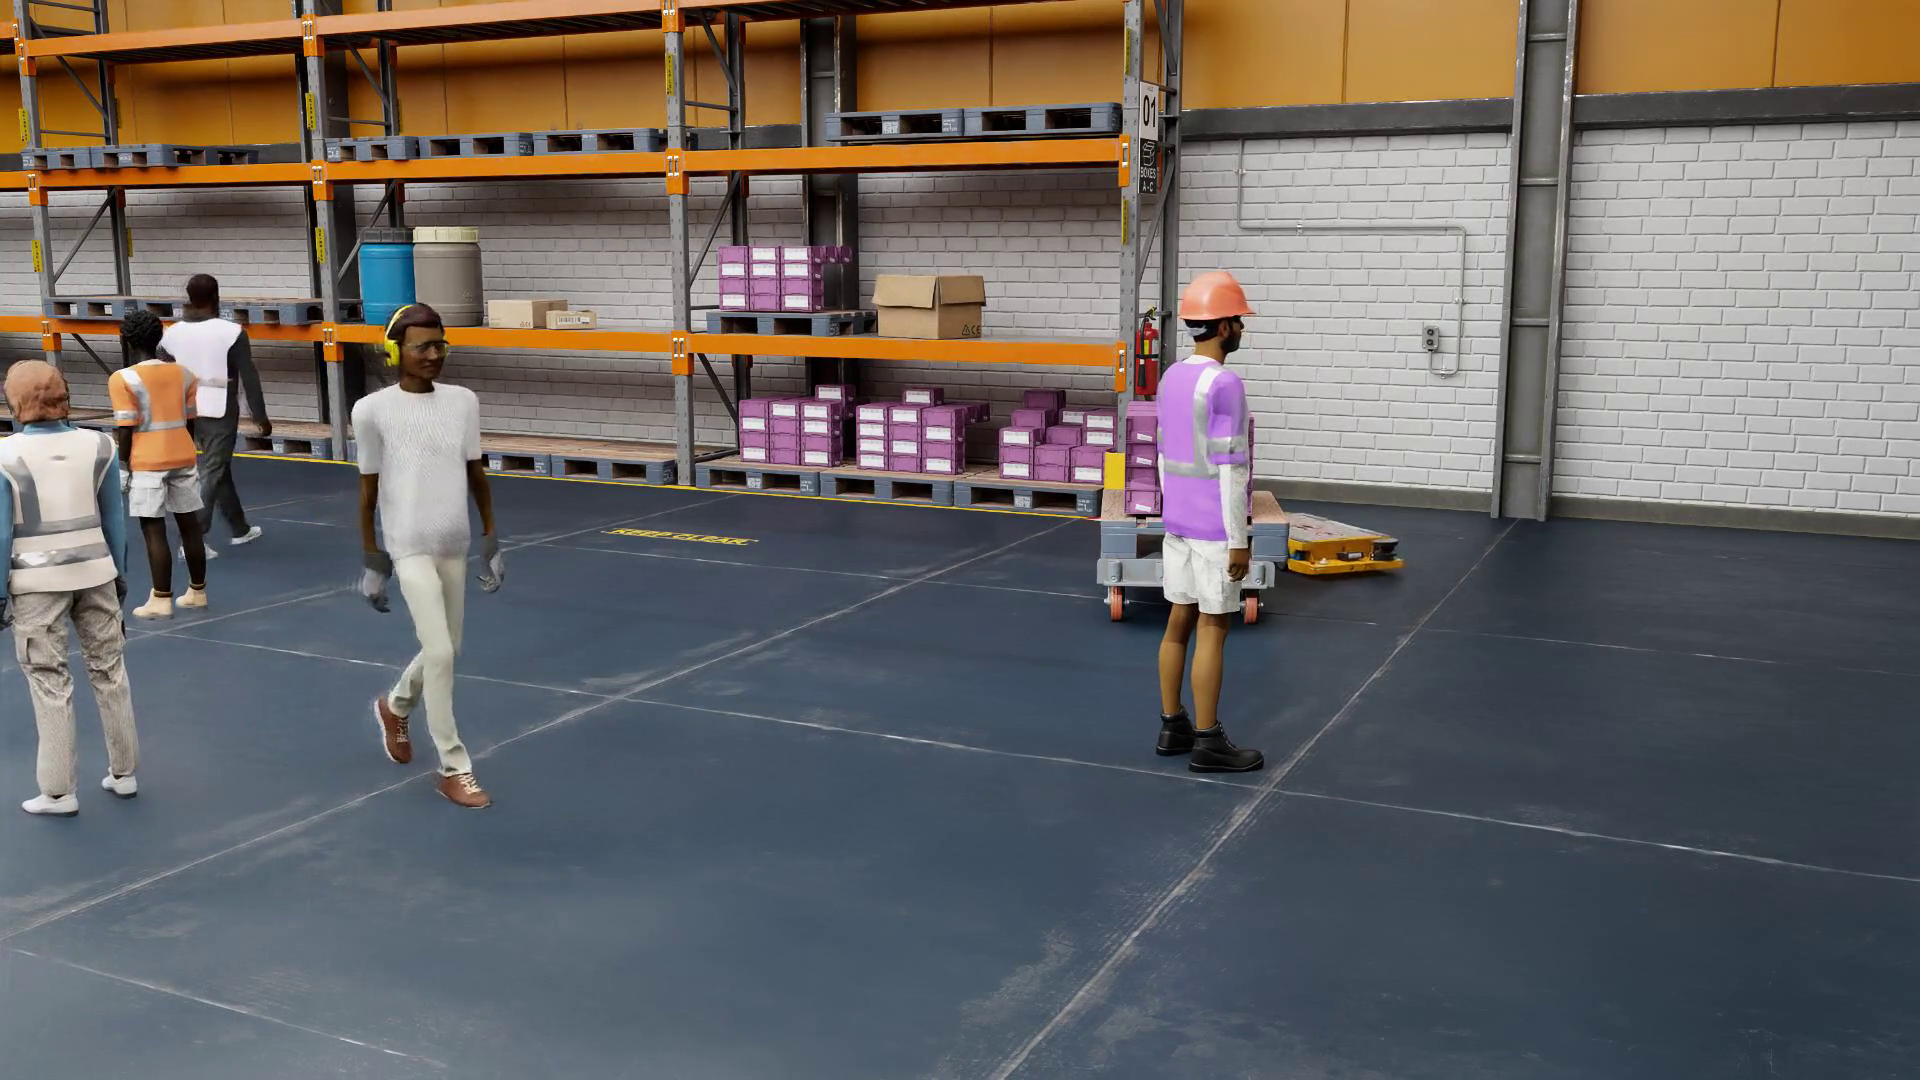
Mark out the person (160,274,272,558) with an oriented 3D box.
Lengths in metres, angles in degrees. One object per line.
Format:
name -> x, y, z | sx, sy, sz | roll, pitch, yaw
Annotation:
person -> -4.983, -0.831, 11.088 | 0.595, 1.870, 1.020 | 2, 10, 12

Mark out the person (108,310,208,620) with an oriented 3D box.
person -> -4.401, -0.409, 9.130 | 0.322, 1.699, 0.536 | 4, 11, 24

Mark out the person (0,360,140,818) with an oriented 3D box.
person -> -3.228, 0.175, 5.966 | 0.315, 1.636, 0.515 | 7, 12, 33

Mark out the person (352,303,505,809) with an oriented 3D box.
person -> -2.015, 0.031, 6.248 | 0.861, 1.838, 0.523 | 9, 13, 41

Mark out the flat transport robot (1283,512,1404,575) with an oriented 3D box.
flat transport robot -> 2.206, -0.002, 10.887 | 0.652, 0.197, 1.431 | -4, 11, -21

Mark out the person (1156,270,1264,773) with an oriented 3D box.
person -> 0.970, -0.066, 6.476 | 0.353, 1.942, 0.546 | -4, 11, -22
